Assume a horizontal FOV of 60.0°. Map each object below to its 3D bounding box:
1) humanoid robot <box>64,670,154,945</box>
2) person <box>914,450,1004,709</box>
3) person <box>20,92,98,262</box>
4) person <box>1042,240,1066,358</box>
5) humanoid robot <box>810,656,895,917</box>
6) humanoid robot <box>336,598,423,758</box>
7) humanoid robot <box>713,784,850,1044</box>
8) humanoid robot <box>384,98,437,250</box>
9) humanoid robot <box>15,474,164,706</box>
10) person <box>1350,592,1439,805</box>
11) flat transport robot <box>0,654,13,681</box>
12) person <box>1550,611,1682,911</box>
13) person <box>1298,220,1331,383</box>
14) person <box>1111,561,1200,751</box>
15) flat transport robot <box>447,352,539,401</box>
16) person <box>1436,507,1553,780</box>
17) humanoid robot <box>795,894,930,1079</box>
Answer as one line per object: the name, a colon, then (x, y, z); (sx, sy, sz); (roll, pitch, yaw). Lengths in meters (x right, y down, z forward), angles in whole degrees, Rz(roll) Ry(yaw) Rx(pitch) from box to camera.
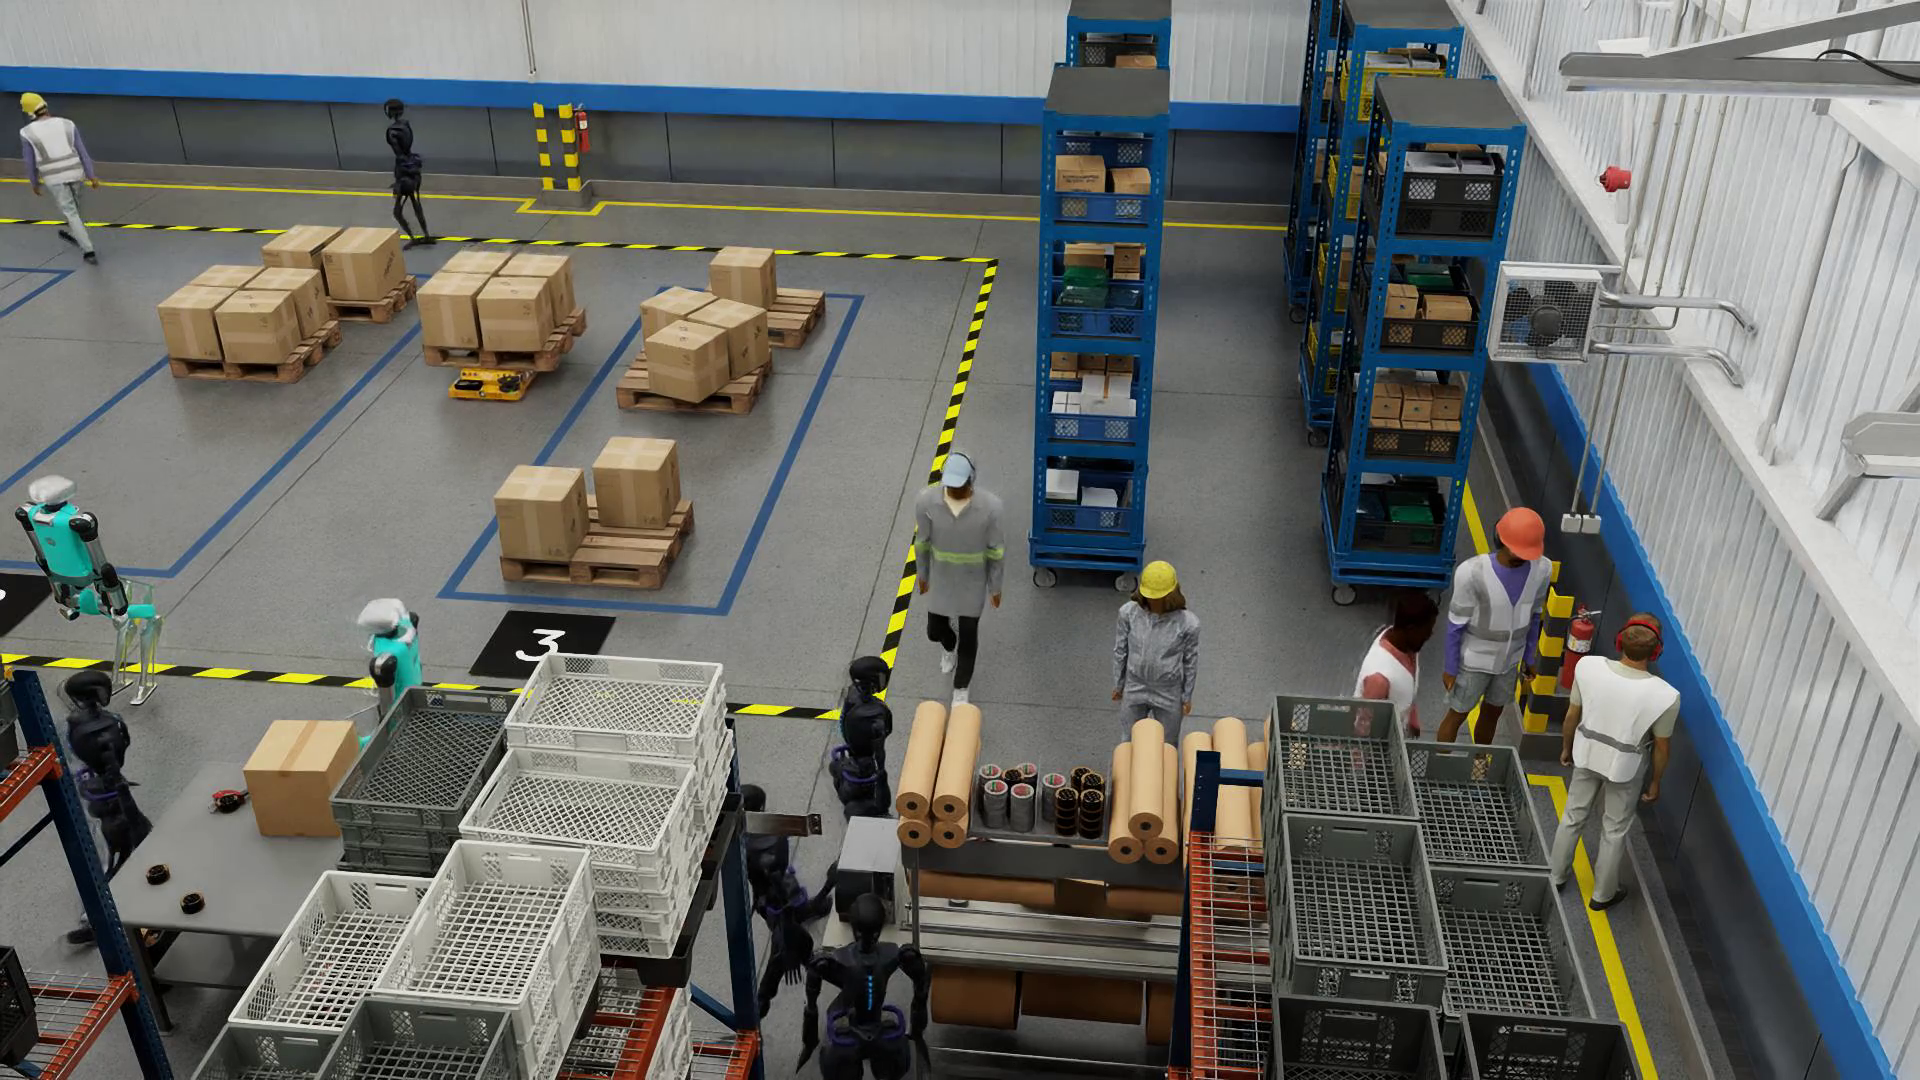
humanoid robot: (-4.564, 1.410, 8.913); (0.817, 1.635, 0.609); (-21, 36, -32)
person: (-0.001, 0.231, 10.716); (0.598, 1.836, 0.495); (6, 31, 10)
person: (-9.681, -3.920, 17.903); (0.957, 1.769, 0.610); (22, 37, 33)
person: (1.098, -2.511, 15.446); (0.616, 1.814, 0.408); (8, 31, 14)
humanoid robot: (-0.545, 1.329, 9.035); (0.775, 1.621, 0.589); (-12, 32, -20)
humanoid robot: (-3.276, 1.091, 9.342); (1.036, 1.735, 0.556); (0, 30, 1)
humanoid robot: (-0.872, 1.834, 8.192); (0.836, 1.608, 0.611); (-13, 33, -21)
humanoid robot: (-6.034, -3.994, 18.132); (0.367, 1.644, 0.593); (-2, 30, -3)
humanoid robot: (-5.441, 0.260, 10.635); (0.533, 1.676, 0.735); (8, 31, 14)
person: (2.328, 1.100, 9.170); (0.461, 1.890, 0.619); (13, 33, 22)
flat transport robot: (-7.142, 0.969, 11.010); (1.431, 0.231, 0.659); (3, 30, 6)
person: (3.522, 1.216, 9.012); (0.567, 1.849, 0.386); (23, 37, 34)
person: (3.334, -2.275, 14.995); (0.309, 1.863, 0.530); (25, 39, 36)
person: (1.124, 0.875, 9.703); (0.492, 1.742, 0.318); (9, 31, 15)
flat transport robot: (-4.225, -1.706, 15.576); (0.652, 0.197, 1.431); (3, 30, 6)
person: (3.114, 0.698, 9.724); (0.604, 2.034, 0.386); (-7, 31, -12)
humanoid robot: (-0.441, 2.243, 7.423); (0.609, 1.656, 0.334); (-6, 31, -11)
